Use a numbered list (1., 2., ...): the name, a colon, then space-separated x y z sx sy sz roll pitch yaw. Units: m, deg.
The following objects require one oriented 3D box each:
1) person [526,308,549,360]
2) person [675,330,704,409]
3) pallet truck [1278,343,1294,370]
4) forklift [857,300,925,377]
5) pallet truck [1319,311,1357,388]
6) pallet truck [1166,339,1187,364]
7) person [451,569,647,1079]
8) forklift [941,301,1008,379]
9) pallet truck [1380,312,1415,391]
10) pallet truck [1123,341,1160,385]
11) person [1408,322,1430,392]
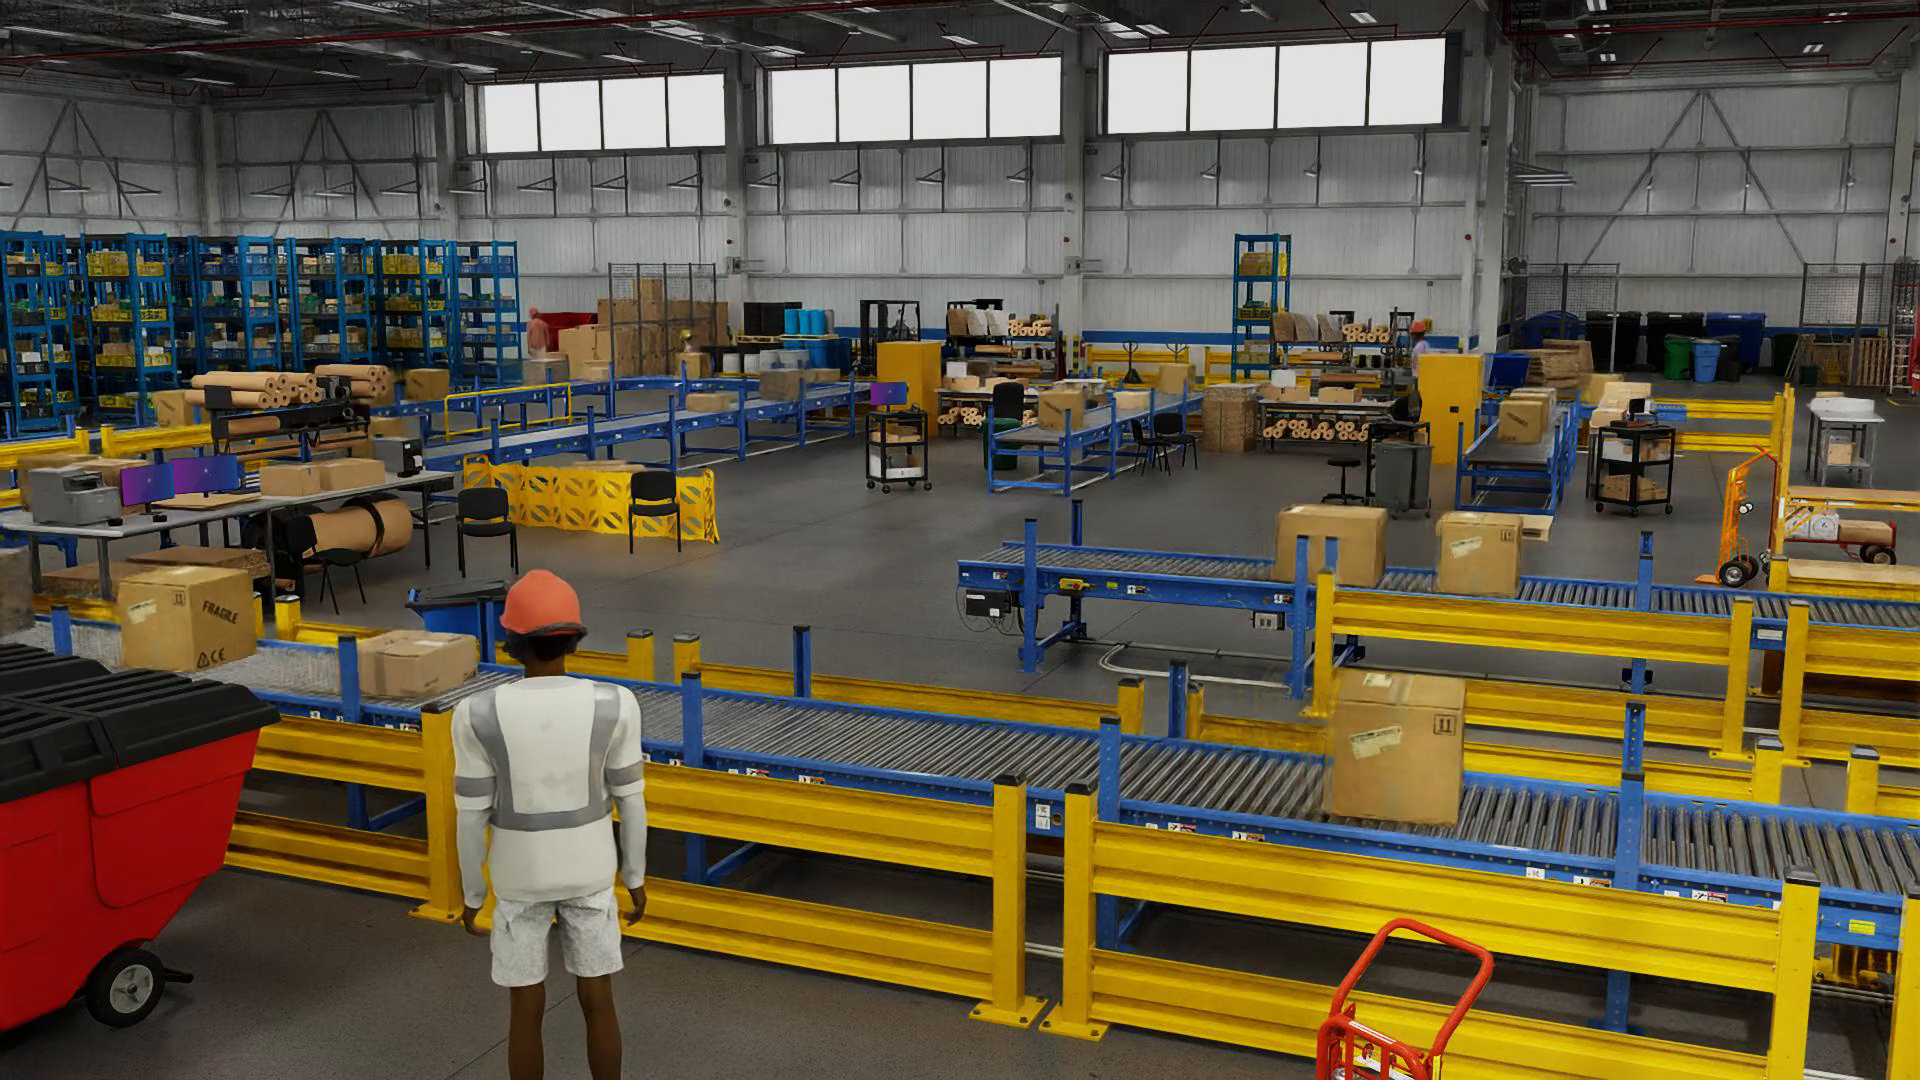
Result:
1. person: -10.965 -5.036 43.151 0.657 1.922 1.076 -6 11 -34
2. person: -5.575 -3.476 34.318 0.924 1.725 0.533 -1 9 -8
3. pallet truck: 7.886 -4.163 39.743 0.653 1.274 1.630 4 10 22
4. forklift: -1.732 -5.109 42.468 1.157 1.987 2.680 4 10 22
5. pallet truck: 9.071 -4.419 39.190 0.823 1.965 1.885 5 10 26
6. pallet truck: 5.418 -4.269 40.420 0.704 1.261 1.522 3 10 20
7. person: -1.354 1.109 5.545 0.615 2.044 0.369 -3 10 -16
8. forklift: 0.365 -4.966 41.571 1.157 1.987 2.680 3 10 20
9. pallet truck: 10.207 -4.283 38.369 0.823 1.965 1.885 3 10 20
10. pallet truck: 4.445 -4.380 41.279 0.680 1.201 1.601 4 10 22
11. person: 8.295 -2.981 30.457 1.000 1.993 0.639 5 11 28
